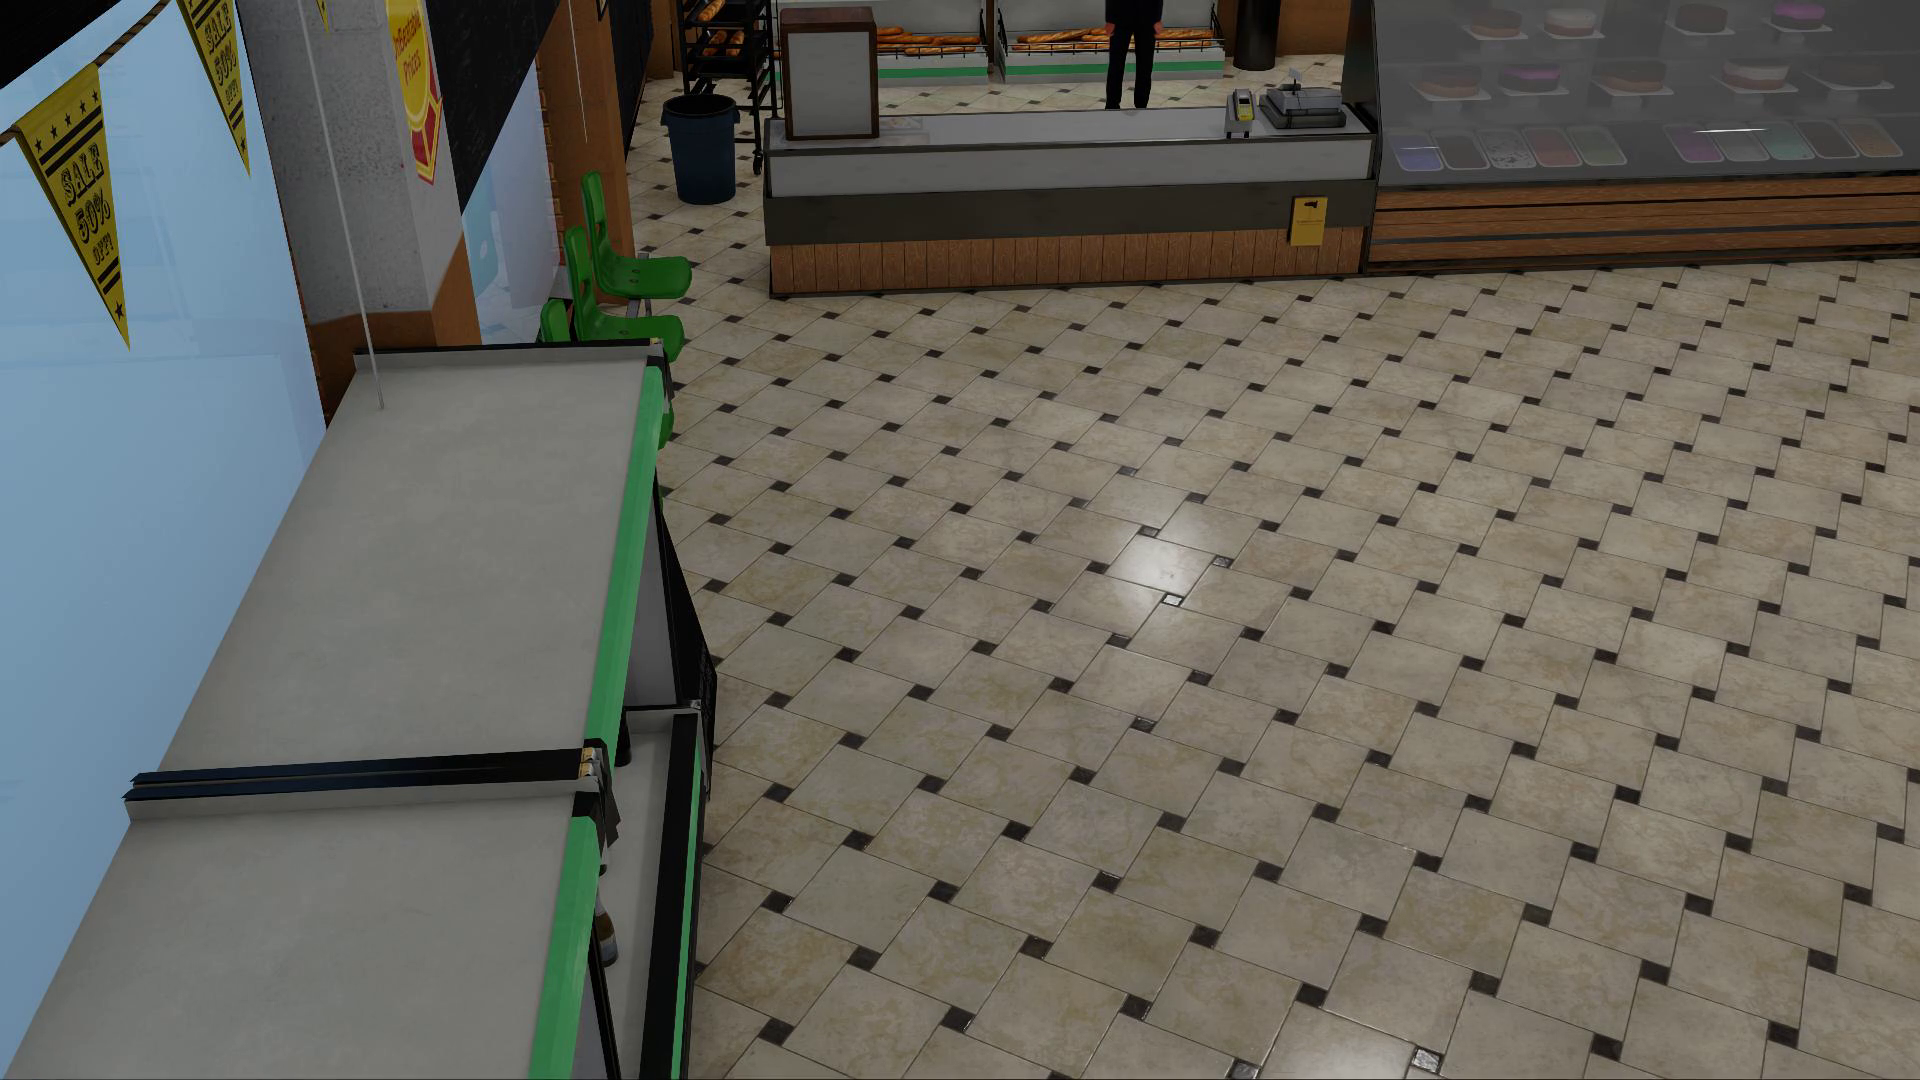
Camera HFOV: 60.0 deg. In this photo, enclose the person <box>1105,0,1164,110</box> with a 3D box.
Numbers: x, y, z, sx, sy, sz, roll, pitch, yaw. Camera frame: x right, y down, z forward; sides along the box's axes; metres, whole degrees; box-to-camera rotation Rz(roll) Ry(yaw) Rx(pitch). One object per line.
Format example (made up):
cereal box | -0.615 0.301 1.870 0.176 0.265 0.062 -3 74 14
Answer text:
person | 1.415 -4.246 13.477 0.617 1.868 0.563 -3 32 -4
